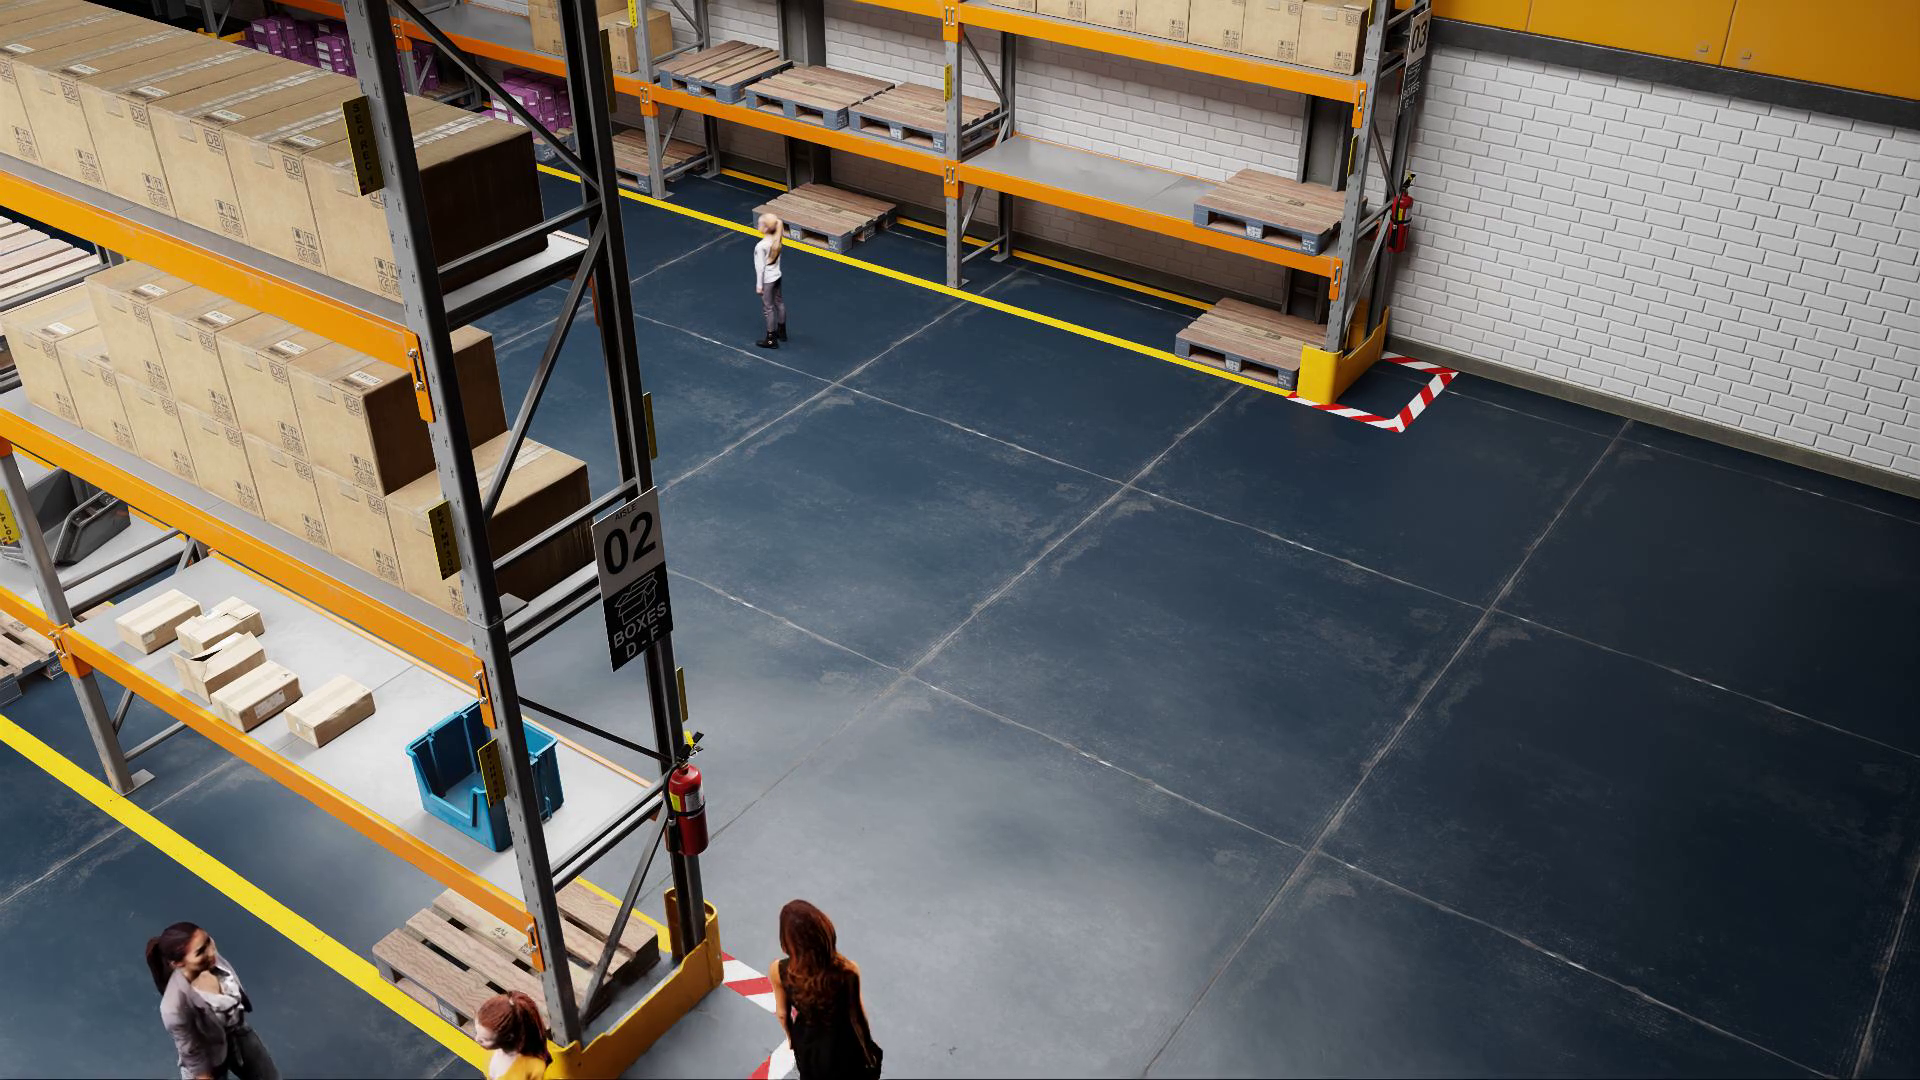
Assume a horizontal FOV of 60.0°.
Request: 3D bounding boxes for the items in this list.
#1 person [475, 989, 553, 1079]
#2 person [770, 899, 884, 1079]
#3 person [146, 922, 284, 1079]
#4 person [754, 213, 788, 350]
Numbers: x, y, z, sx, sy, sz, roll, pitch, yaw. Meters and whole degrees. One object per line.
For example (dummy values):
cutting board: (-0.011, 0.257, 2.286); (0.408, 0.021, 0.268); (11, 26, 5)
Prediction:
person: (-1.798, 2.548, 7.327); (0.752, 1.731, 0.637); (-17, 37, -24)
person: (-0.613, 2.402, 7.474); (0.716, 1.812, 0.801); (6, 34, 8)
person: (-3.496, 2.386, 7.653); (1.189, 1.640, 0.992); (3, 34, 4)
person: (-1.725, -2.373, 15.141); (0.516, 1.277, 0.507); (18, 37, 25)
